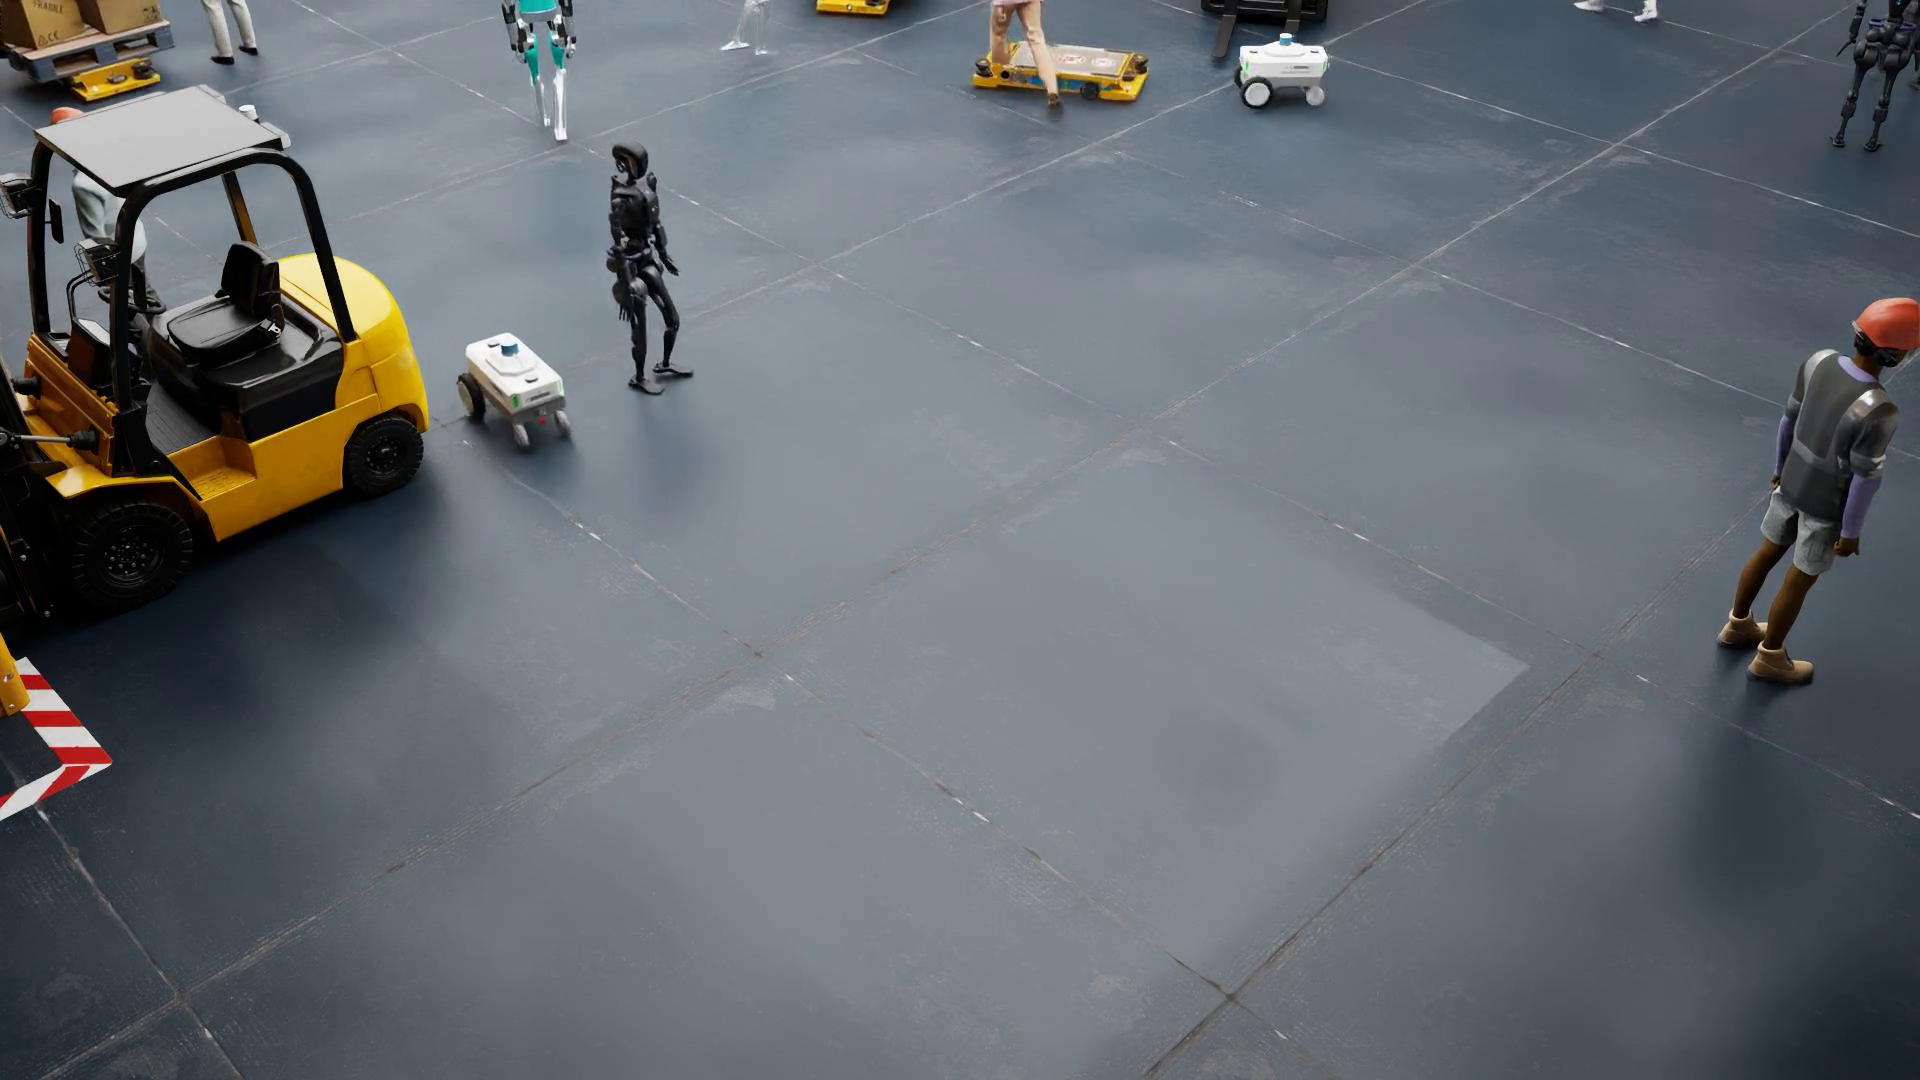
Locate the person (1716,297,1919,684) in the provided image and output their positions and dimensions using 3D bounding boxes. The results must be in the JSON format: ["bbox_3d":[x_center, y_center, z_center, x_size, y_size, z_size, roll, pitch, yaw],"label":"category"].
[{"bbox_3d":[4.065,-0.229,7.824,0.390,2.040,0.613,-6,37,-9],"label":"person"}]

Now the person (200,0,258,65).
[{"bbox_3d":[-6.556,-5.064,14.510,0.384,1.782,0.550,22,42,27],"label":"person"}]

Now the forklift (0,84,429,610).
[{"bbox_3d":[-4.145,-1.093,8.856,2.313,2.155,1.214,-31,47,-34],"label":"forklift"}]

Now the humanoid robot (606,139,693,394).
[{"bbox_3d":[-1.921,-1.630,10.001,0.326,1.650,0.605,10,38,13],"label":"humanoid robot"}]

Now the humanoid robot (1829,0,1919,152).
[{"bbox_3d":[7.237,-3.896,13.023,0.599,1.657,0.315,17,40,22],"label":"humanoid robot"}]

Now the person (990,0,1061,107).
[{"bbox_3d":[0.518,-4.491,13.804,0.542,1.715,1.009,-15,39,-20],"label":"person"}]

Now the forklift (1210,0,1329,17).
[{"bbox_3d":[3.106,-6.400,15.960,1.214,2.155,2.313,8,37,10],"label":"forklift"}]

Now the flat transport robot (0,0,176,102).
[{"bbox_3d":[-7.673,-4.199,14.617,1.431,0.231,0.659,30,46,34],"label":"flat transport robot"}]

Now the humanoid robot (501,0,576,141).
[{"bbox_3d":[-3.320,-3.986,13.192,0.541,1.889,0.805,-9,38,-12],"label":"humanoid robot"}]

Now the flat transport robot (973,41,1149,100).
[{"bbox_3d":[0.883,-4.082,14.461,1.431,0.231,0.659,9,38,12],"label":"flat transport robot"}]

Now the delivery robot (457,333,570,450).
[{"bbox_3d":[-2.691,-0.945,10.039,0.499,0.614,0.798,-25,43,-29],"label":"delivery robot"}]

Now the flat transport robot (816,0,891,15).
[{"bbox_3d":[-0.922,-5.508,16.370,0.659,0.231,1.431,7,37,9],"label":"flat transport robot"}]

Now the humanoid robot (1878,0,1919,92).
[{"bbox_3d":[8.266,-4.651,14.061,0.589,1.642,0.545,-7,37,-9],"label":"humanoid robot"}]

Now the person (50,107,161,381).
[{"bbox_3d":[-5.184,-1.807,10.189,0.350,1.737,0.572,-2,37,-3],"label":"person"}]

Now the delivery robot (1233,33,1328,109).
[{"bbox_3d":[2.724,-3.986,14.086,0.782,0.586,0.499,0,37,0],"label":"delivery robot"}]

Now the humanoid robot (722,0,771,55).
[{"bbox_3d":[-1.972,-5.160,14.703,0.791,1.808,0.541,-21,42,-26],"label":"humanoid robot"}]

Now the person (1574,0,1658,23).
[{"bbox_3d":[6.269,-5.623,15.412,0.513,1.595,0.815,-21,42,-26],"label":"person"}]
